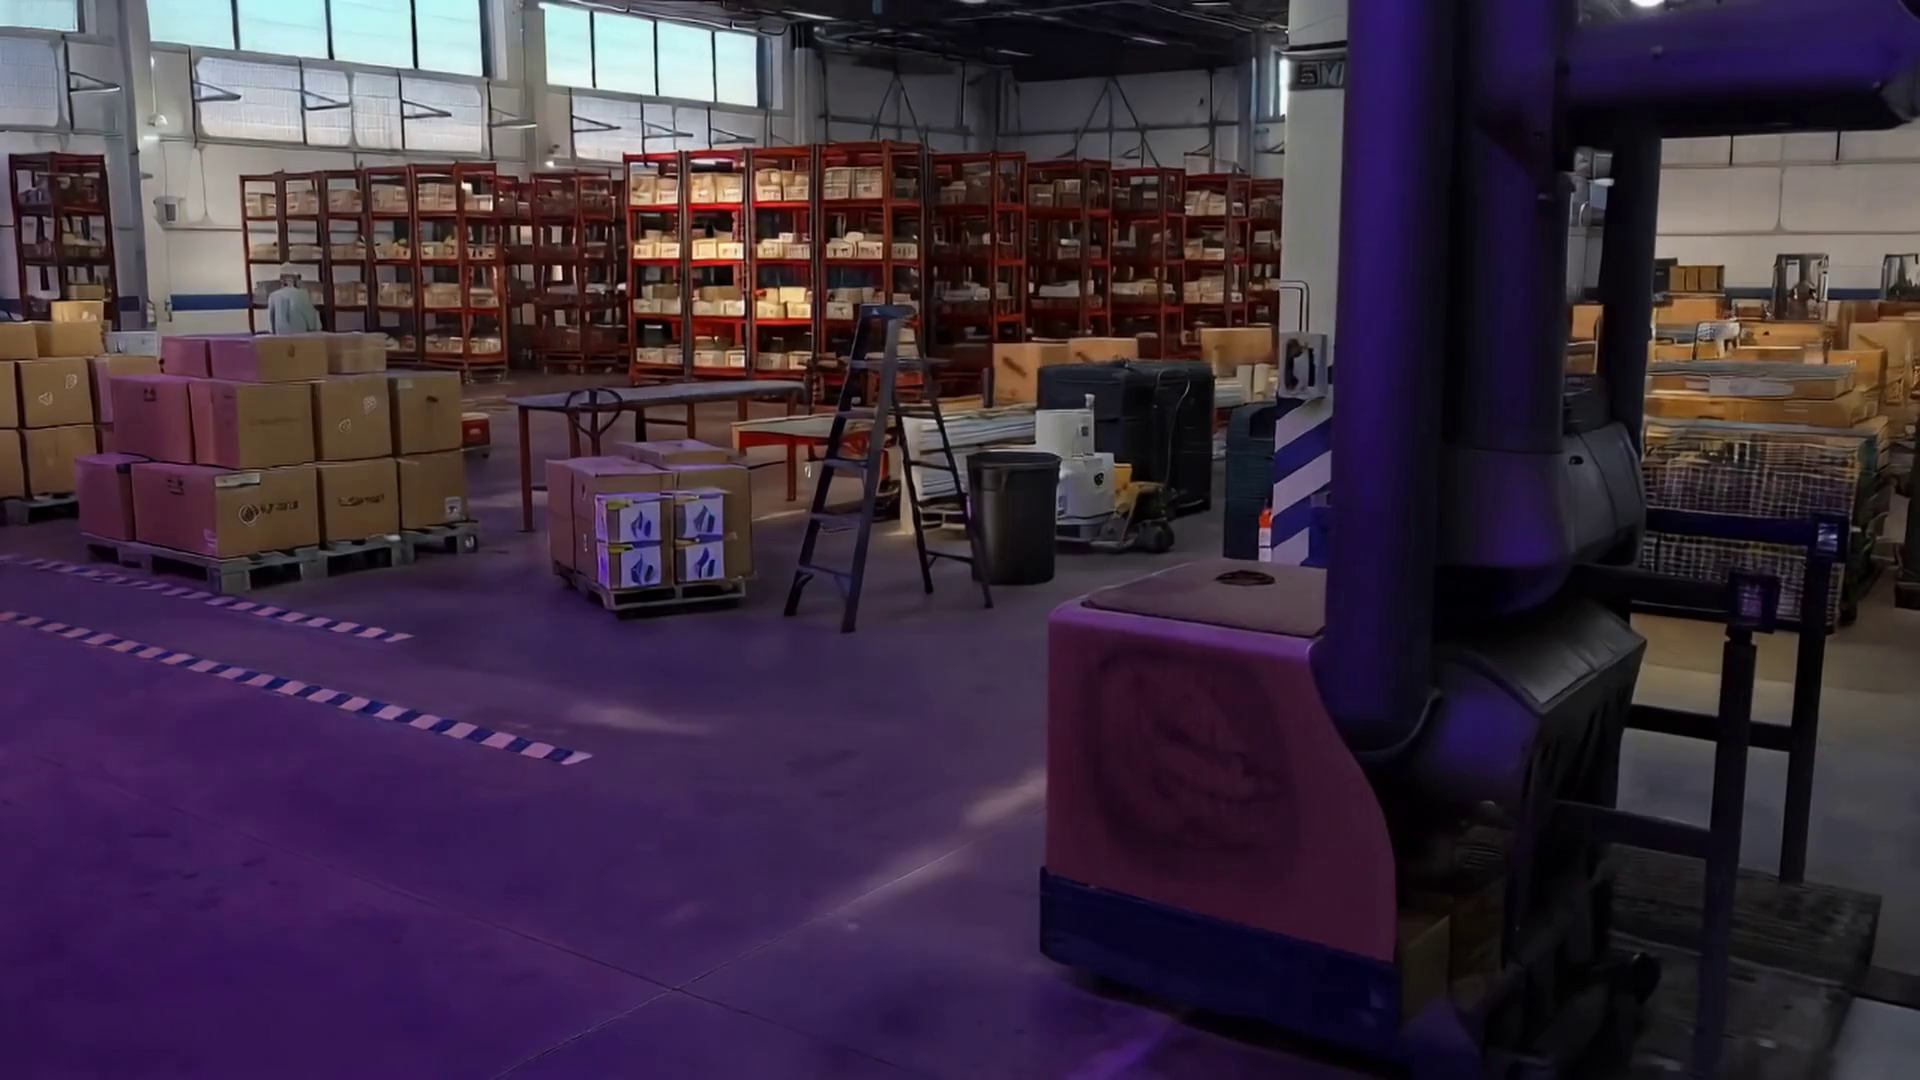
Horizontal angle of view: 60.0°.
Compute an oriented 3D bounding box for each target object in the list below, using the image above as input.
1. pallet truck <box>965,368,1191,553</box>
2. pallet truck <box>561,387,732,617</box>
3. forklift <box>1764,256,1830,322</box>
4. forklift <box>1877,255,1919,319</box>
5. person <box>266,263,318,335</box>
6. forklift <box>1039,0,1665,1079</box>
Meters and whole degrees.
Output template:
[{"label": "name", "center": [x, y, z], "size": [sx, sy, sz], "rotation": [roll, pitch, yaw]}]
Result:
[{"label": "pallet truck", "center": [0.845, -0.609, 11.869], "size": [1.630, 1.274, 0.653], "rotation": [7, 12, 35]}, {"label": "pallet truck", "center": [-1.981, -0.274, 10.088], "size": [0.680, 1.201, 1.601], "rotation": [-5, 11, -28]}, {"label": "forklift", "center": [20.253, -5.854, 40.139], "size": [1.157, 1.987, 2.680], "rotation": [7, 12, 35]}, {"label": "forklift", "center": [22.089, -5.634, 38.796], "size": [1.157, 1.987, 2.680], "rotation": [6, 11, 33]}, {"label": "person", "center": [-8.531, -2.540, 21.300], "size": [0.621, 1.994, 0.381], "rotation": [-1, 10, -8]}, {"label": "forklift", "center": [1.249, -0.137, 4.360], "size": [1.873, 2.768, 1.129], "rotation": [7, 12, 35]}]
